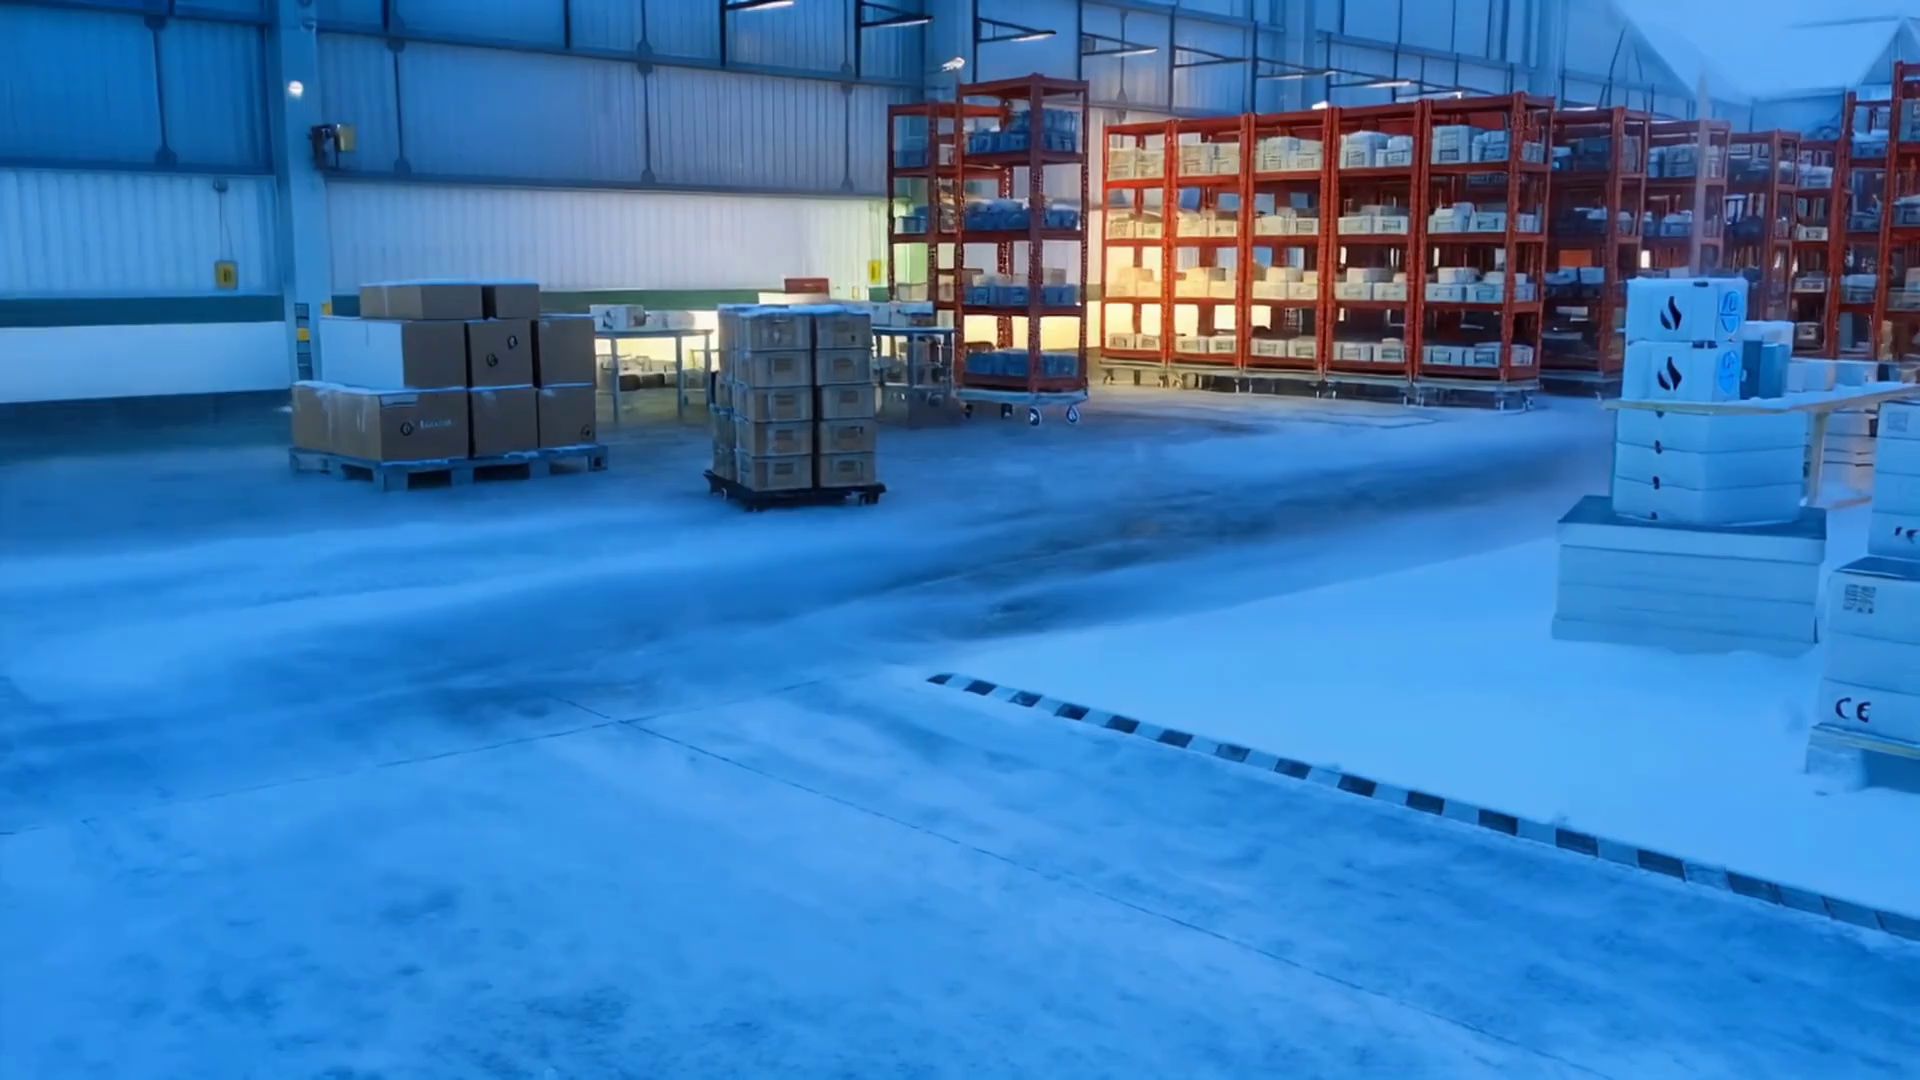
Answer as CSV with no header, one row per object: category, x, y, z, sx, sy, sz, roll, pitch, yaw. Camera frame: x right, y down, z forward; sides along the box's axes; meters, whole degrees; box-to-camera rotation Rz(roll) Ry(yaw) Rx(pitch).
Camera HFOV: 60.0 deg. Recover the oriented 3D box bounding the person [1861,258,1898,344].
person,14.508,-3.552,26.263,0.604,1.787,0.778,2,10,11
